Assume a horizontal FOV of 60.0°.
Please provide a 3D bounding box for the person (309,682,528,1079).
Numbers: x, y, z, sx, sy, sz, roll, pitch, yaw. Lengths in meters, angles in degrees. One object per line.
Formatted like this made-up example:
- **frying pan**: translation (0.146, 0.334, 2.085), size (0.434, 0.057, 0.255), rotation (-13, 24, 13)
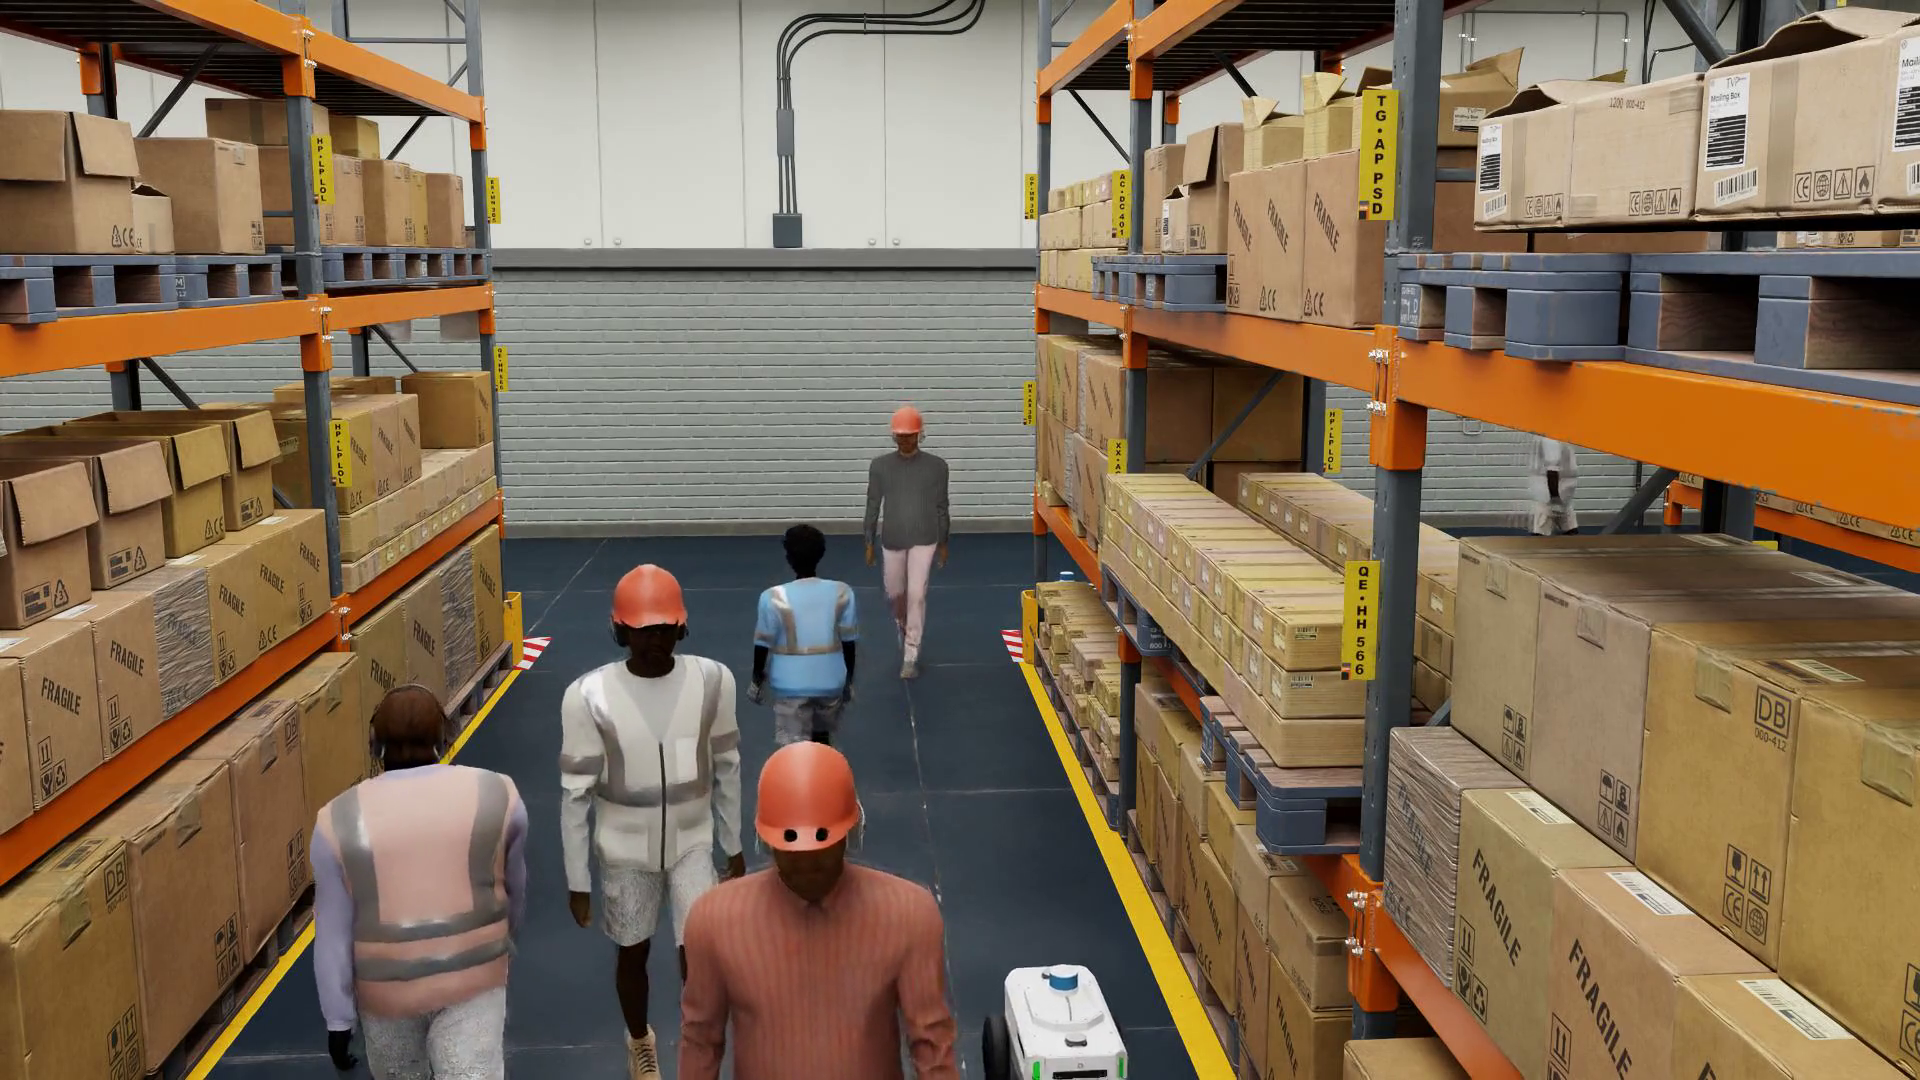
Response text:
- **person**: translation (-1.590, 1.312, 4.978), size (0.613, 1.793, 0.938), rotation (-3, 10, -18)

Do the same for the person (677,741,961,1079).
- **person**: translation (-0.317, 1.414, 3.817), size (0.646, 1.966, 0.672), rotation (-2, 10, -9)

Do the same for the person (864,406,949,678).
- **person**: translation (-0.382, -0.021, 12.296), size (0.628, 1.968, 0.850), rotation (1, 10, 8)

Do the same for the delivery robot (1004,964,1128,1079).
- **delivery robot**: translation (0.361, 1.734, 5.827), size (0.477, 0.478, 0.707), rotation (-1, 10, -6)

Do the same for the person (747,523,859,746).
- **person**: translation (-0.838, 0.741, 8.634), size (0.546, 1.682, 0.602), rotation (-5, 11, -29)

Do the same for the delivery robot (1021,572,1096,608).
- **delivery robot**: translation (0.839, 0.493, 13.133), size (0.707, 0.478, 0.477), rotation (-5, 11, -29)

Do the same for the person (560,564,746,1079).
- **person**: translation (-1.007, 1.084, 5.652), size (0.651, 2.000, 0.961), rotation (-4, 10, -21)

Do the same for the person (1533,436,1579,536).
- **person**: translation (5.186, -0.408, 14.695), size (0.944, 1.930, 0.612), rotation (5, 11, 26)
